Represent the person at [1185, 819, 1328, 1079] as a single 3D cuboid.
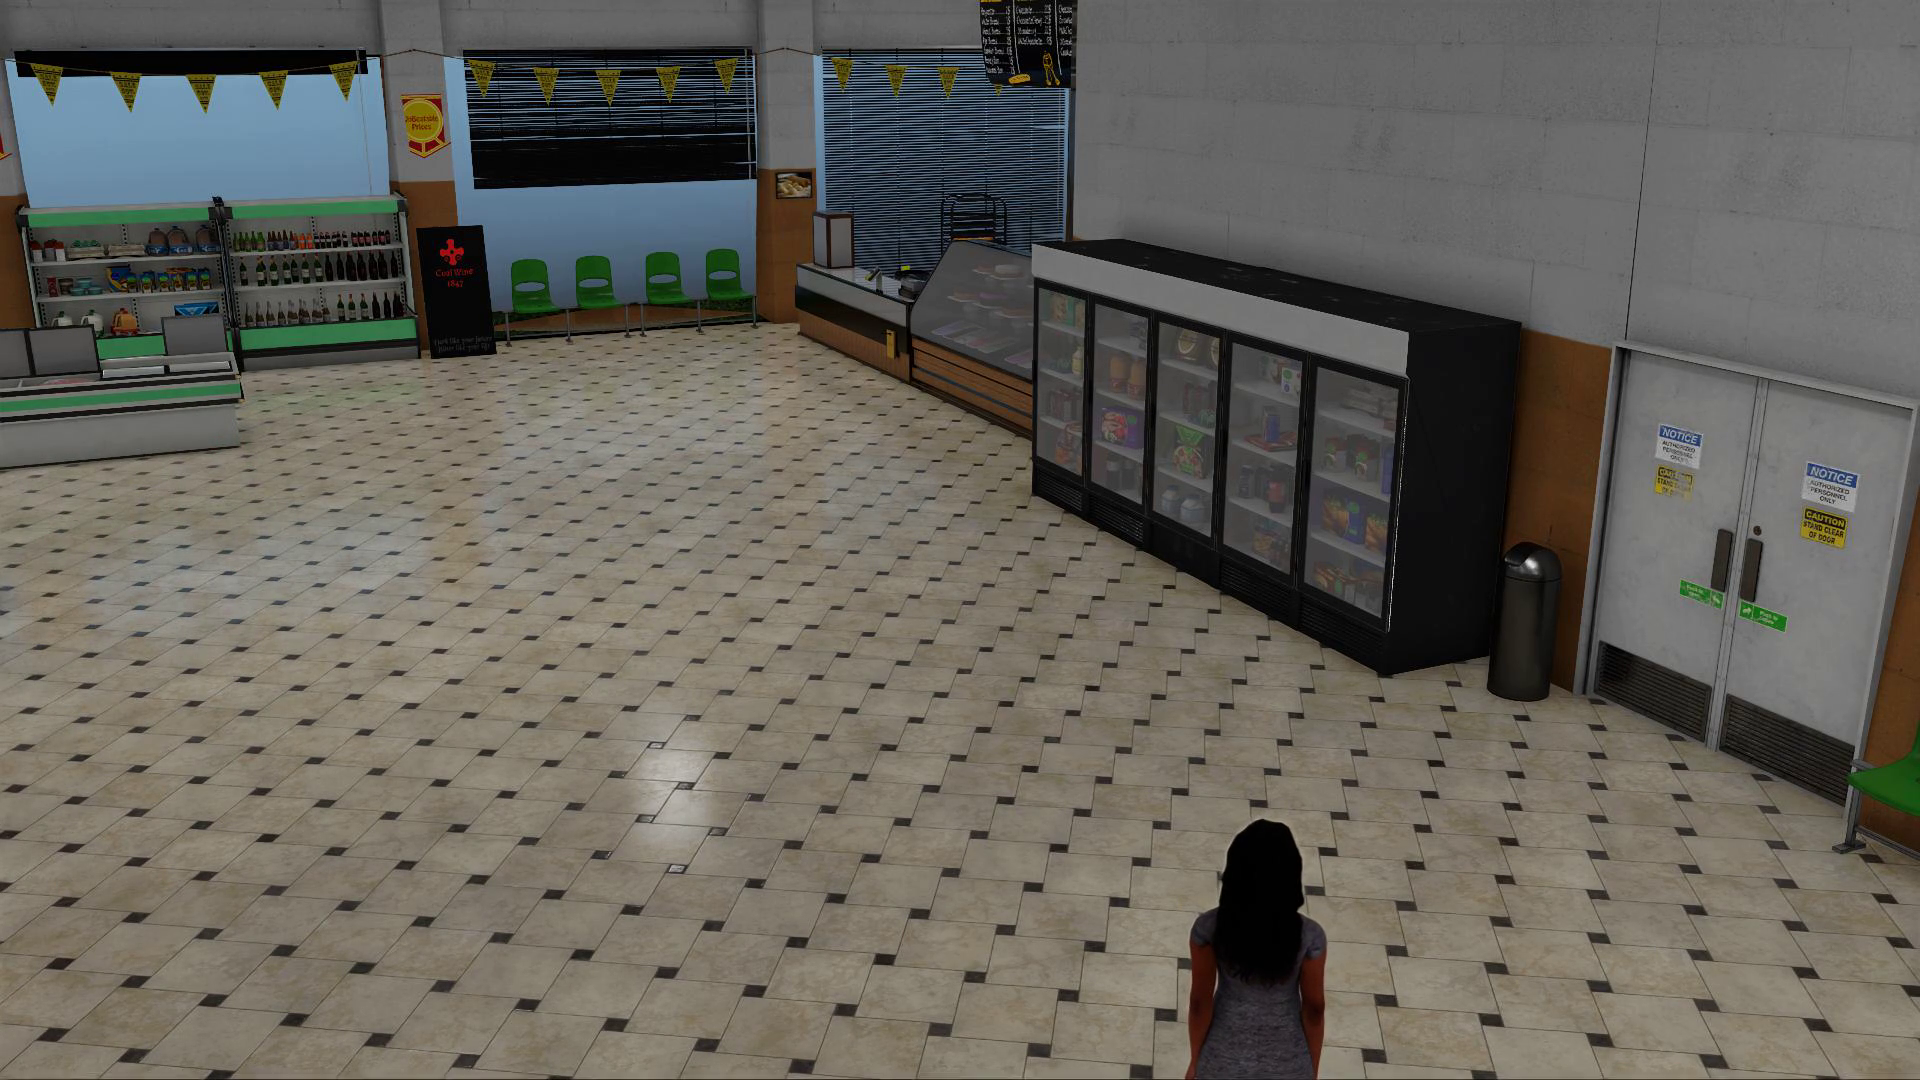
[{"bbox_3d":[0.941,1.713,5.312,0.628,1.781,0.722,3,17,9],"label":"person"}]
